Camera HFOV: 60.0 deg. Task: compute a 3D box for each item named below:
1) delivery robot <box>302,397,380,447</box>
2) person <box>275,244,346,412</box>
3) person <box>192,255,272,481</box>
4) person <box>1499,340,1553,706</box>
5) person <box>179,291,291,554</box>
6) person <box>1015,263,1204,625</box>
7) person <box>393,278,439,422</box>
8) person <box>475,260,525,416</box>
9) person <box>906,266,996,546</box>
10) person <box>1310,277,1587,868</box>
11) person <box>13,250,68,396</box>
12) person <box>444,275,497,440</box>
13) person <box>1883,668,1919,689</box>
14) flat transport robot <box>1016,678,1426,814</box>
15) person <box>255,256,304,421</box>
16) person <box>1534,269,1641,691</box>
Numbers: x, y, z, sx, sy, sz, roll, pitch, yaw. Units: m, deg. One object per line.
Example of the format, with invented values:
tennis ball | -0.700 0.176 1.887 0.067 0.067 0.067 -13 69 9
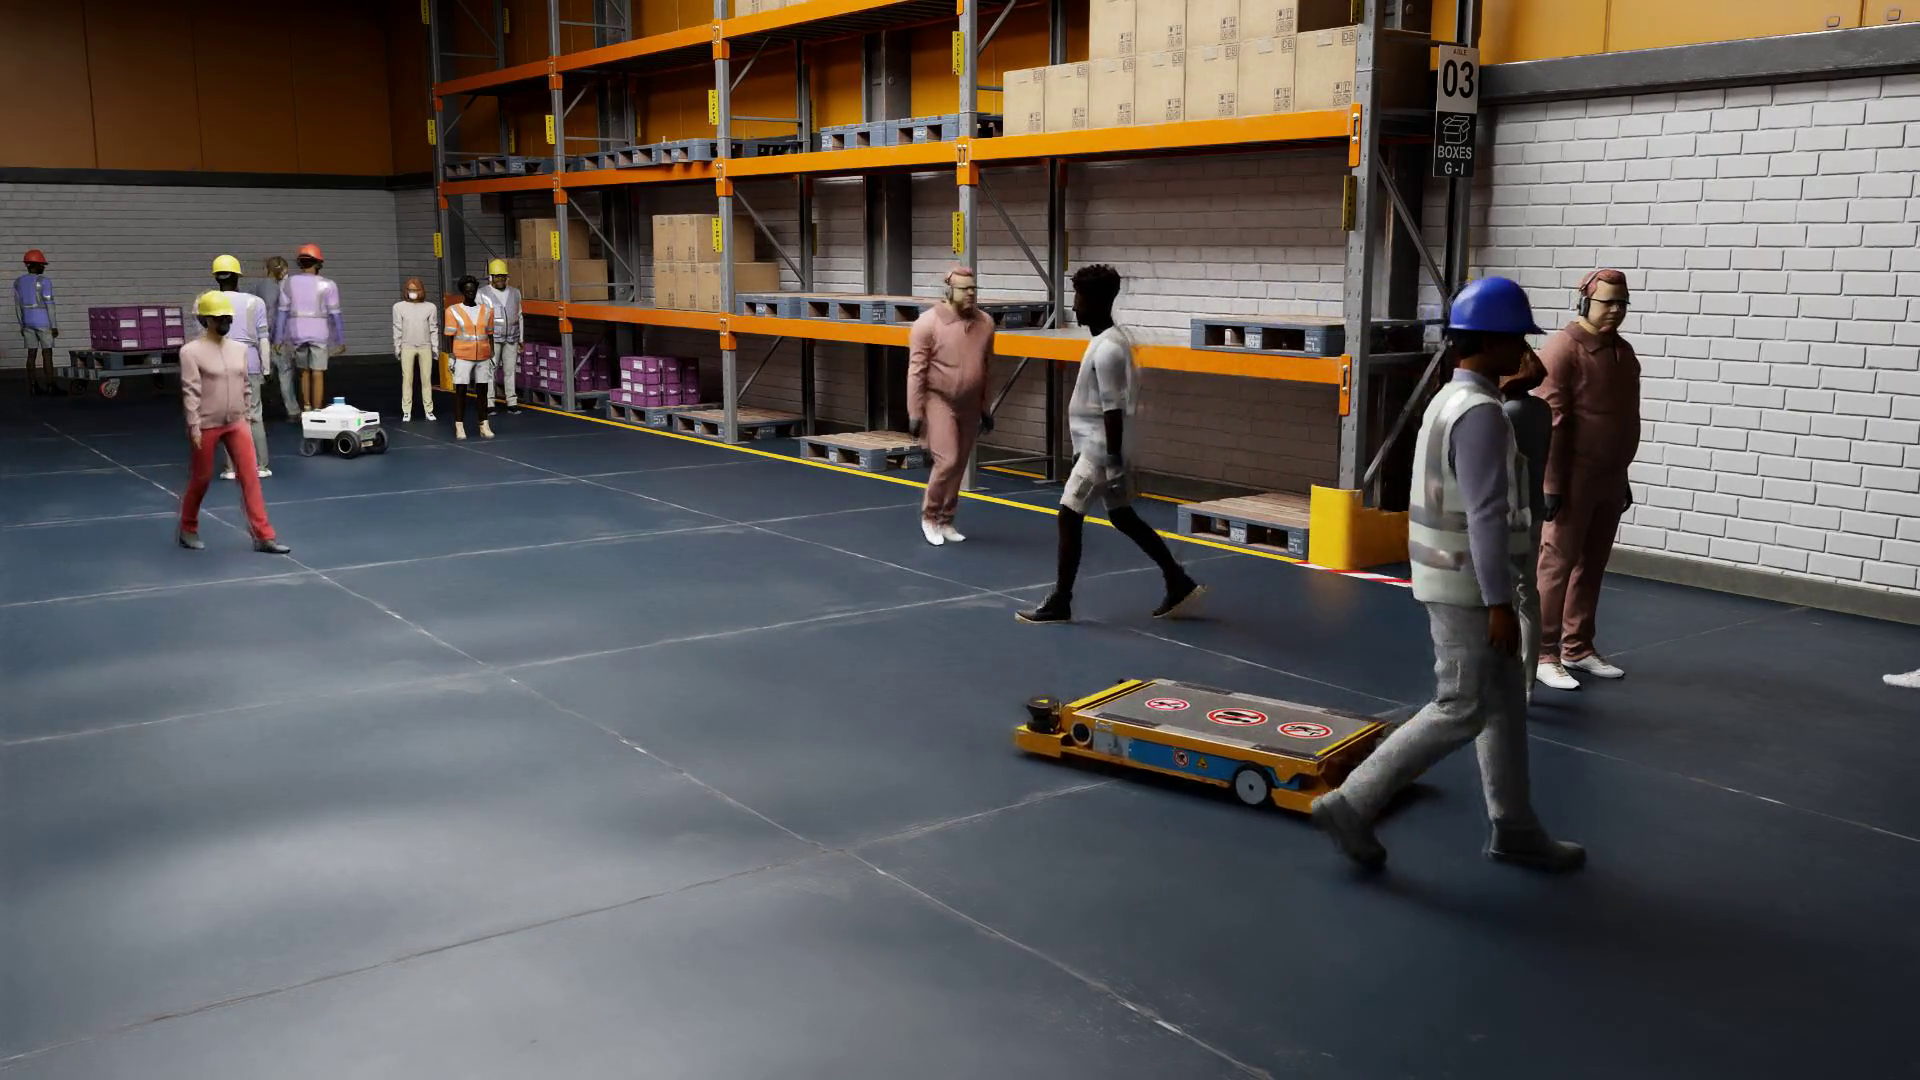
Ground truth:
delivery robot | -5.897 -1.114 15.830 0.707 0.478 0.477 3 11 18
person | -7.069 -2.205 18.127 0.694 2.009 0.705 -1 10 -3
person | -6.206 -1.463 14.226 0.585 1.920 0.382 -4 11 -23
person | 2.356 -0.058 7.151 0.278 1.633 0.498 9 14 42
person | -4.849 -0.768 10.891 0.883 1.722 0.537 7 12 32
person | 0.824 -0.493 8.787 0.961 1.931 0.616 1 10 8
person | -6.196 -2.167 18.966 0.498 1.633 0.278 -4 11 -23
person | -5.411 -2.381 19.611 0.600 1.829 0.404 -7 13 -36
person | -0.064 -0.889 11.163 0.652 1.873 0.517 -8 13 -38
person | 1.591 0.131 5.290 0.769 1.931 0.627 3 10 14
person | -12.228 -2.872 22.078 0.545 1.933 0.376 2 10 11
person | -5.043 -1.881 17.188 0.540 1.695 0.317 -7 13 -36
person | 4.686 -0.193 7.376 0.816 1.837 0.562 5 11 27
flat transport robot | 0.984 0.759 6.393 1.431 0.197 0.652 8 13 37
person | -7.860 -2.257 18.777 0.881 1.897 0.643 -6 12 -29
person | 2.886 -0.275 7.614 0.652 1.903 0.403 -7 13 -36
